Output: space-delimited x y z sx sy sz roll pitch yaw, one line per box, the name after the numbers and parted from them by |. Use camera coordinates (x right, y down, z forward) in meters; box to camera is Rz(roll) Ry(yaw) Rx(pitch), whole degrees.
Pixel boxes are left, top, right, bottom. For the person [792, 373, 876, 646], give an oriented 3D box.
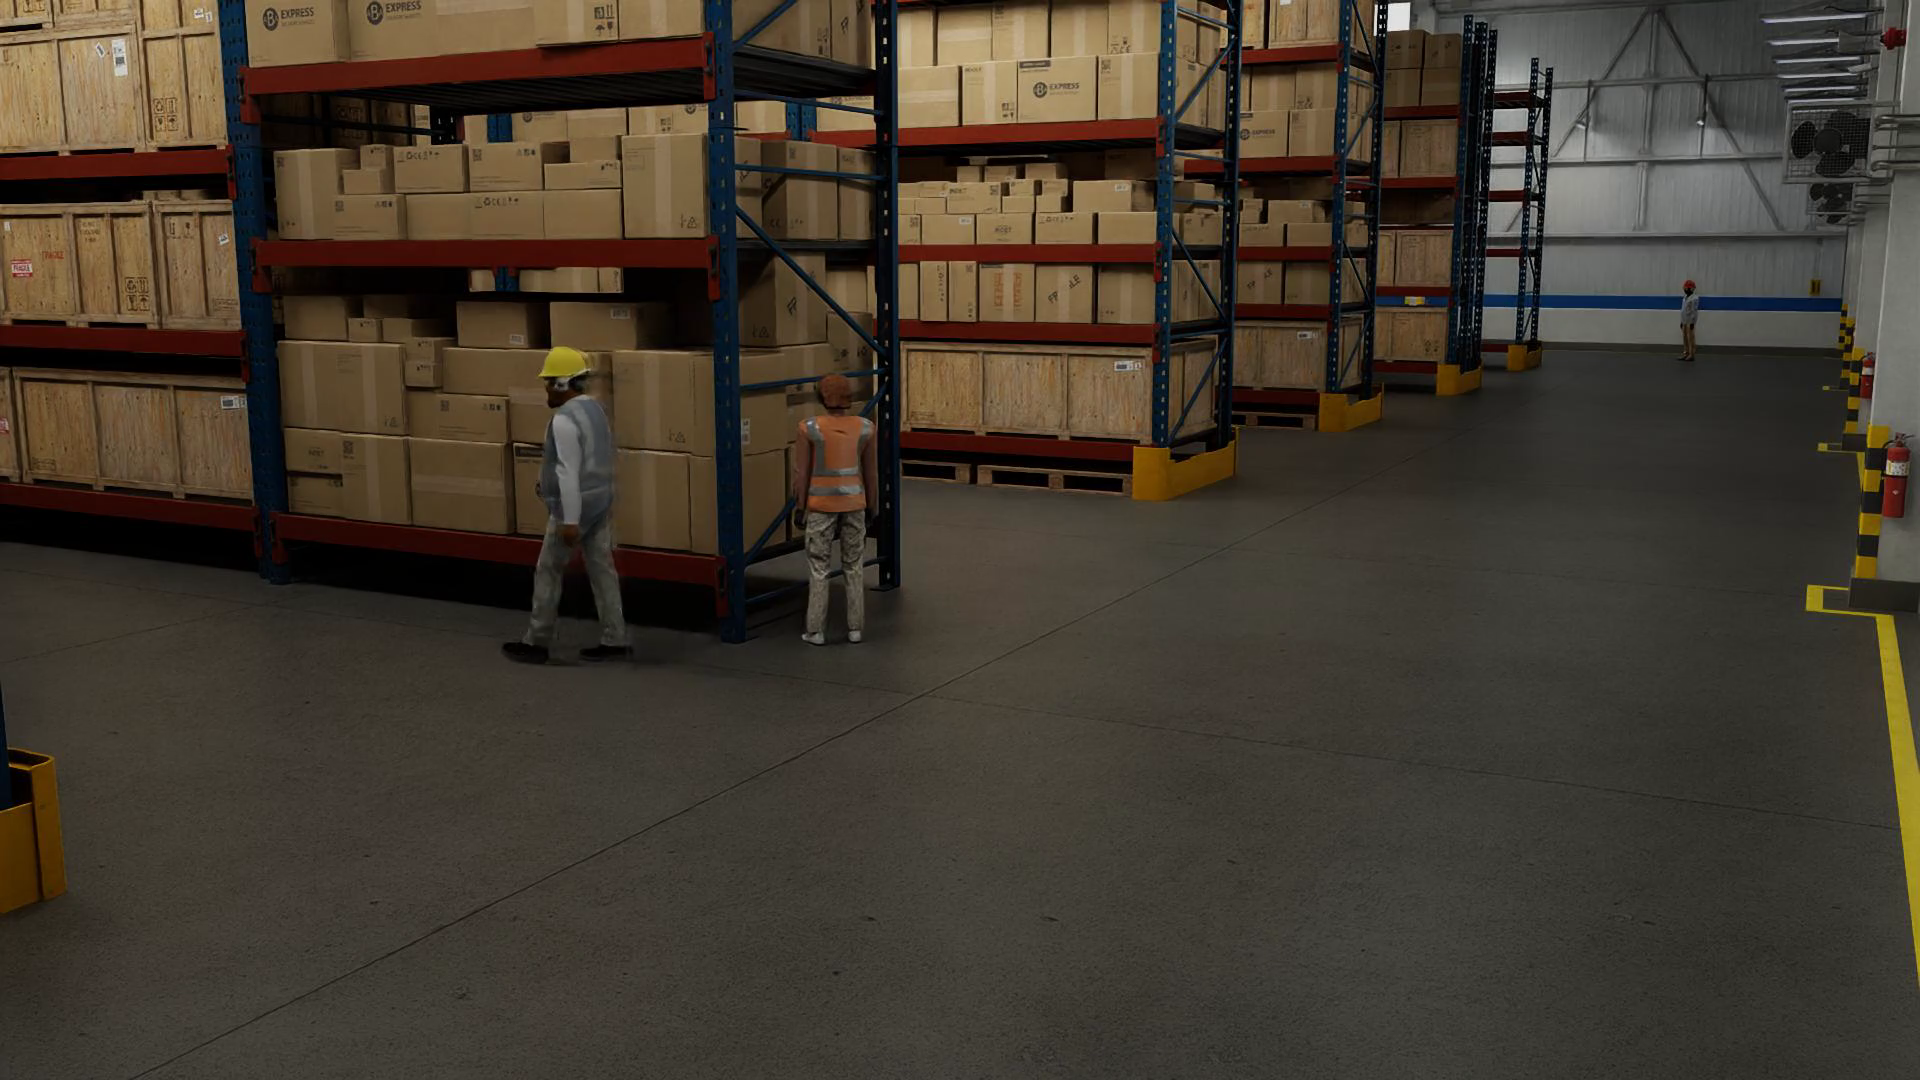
-0.740 -0.178 9.896 0.519 1.631 0.318 -4 11 -23 | person

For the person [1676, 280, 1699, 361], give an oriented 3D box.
15.708 -4.729 35.918 0.355 1.744 0.565 0 10 -1 | person

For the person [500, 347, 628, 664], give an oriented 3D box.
-2.273 -0.185 9.433 0.819 1.797 0.624 2 10 10 | person
